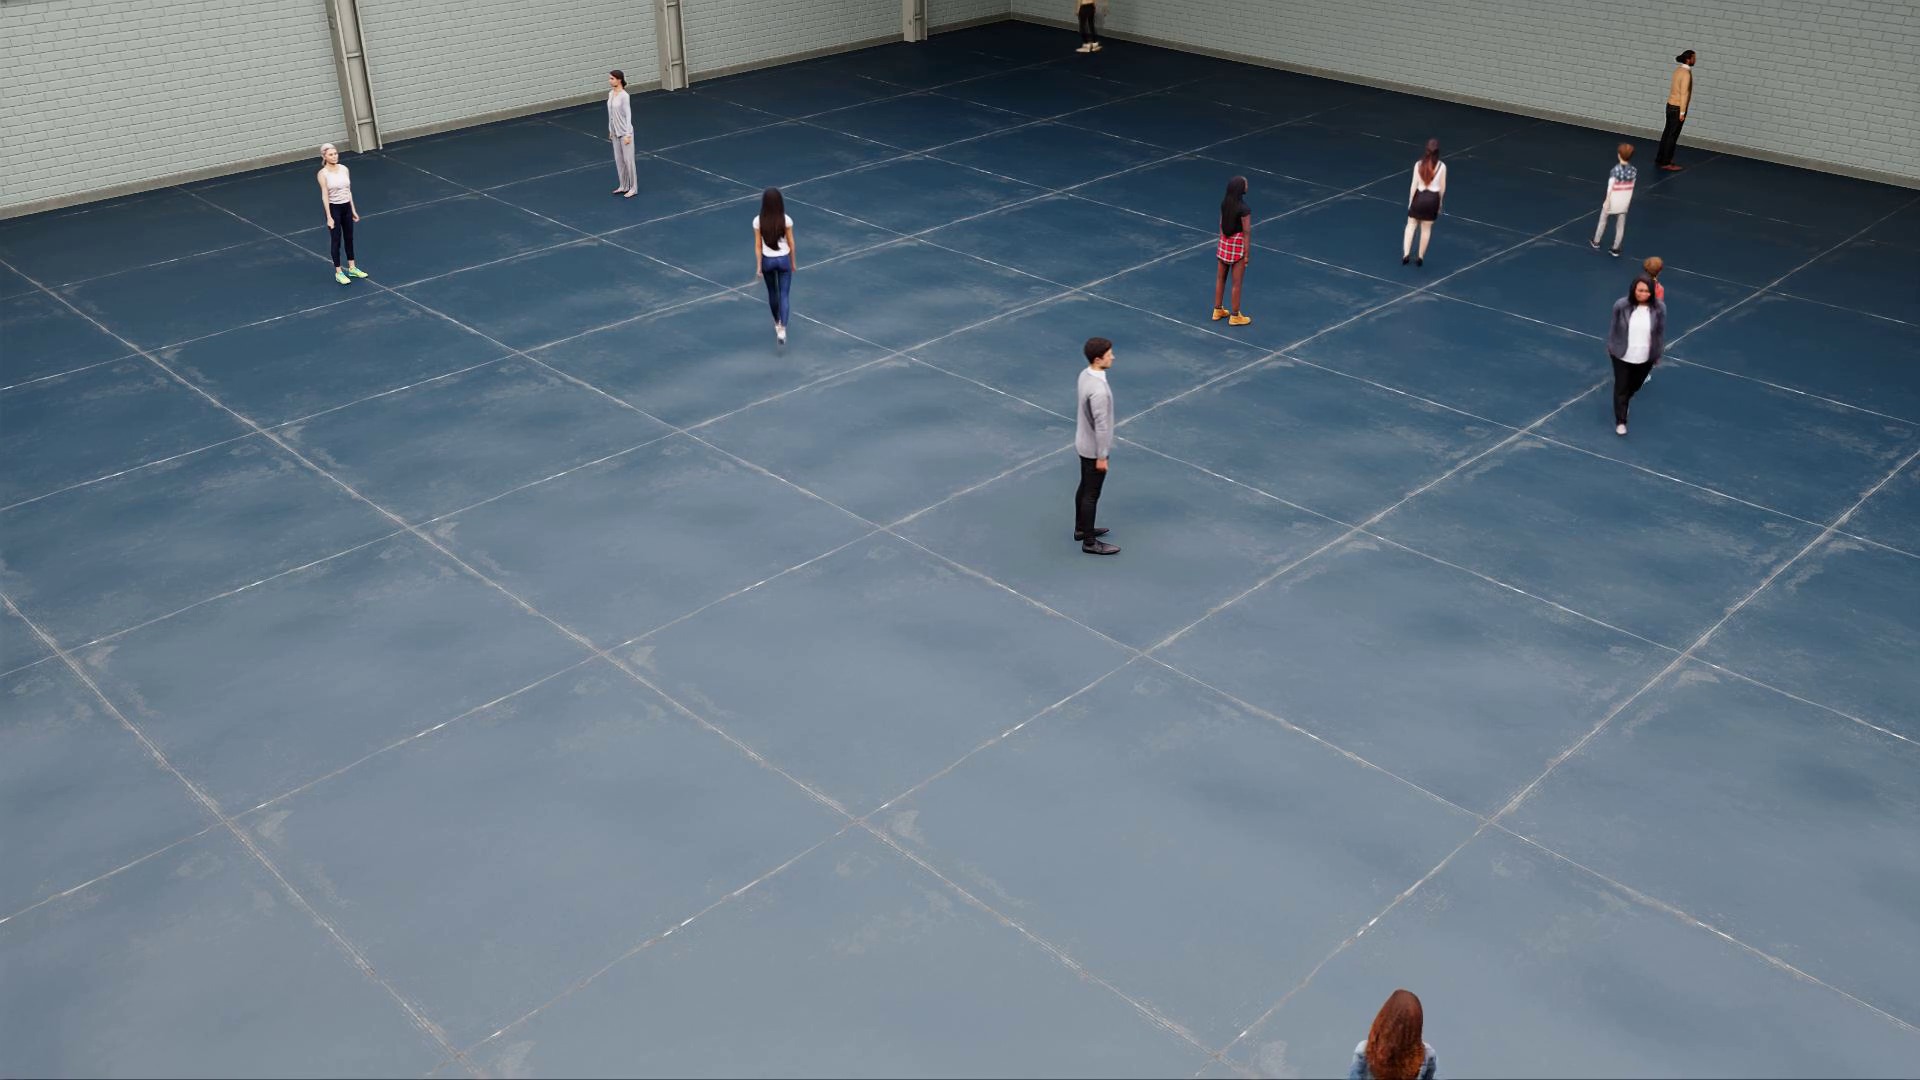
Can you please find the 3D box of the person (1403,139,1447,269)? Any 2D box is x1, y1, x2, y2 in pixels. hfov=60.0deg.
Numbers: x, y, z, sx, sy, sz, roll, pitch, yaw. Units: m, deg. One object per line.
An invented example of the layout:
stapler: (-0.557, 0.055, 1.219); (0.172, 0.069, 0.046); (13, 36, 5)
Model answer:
person: (5.835, -4.189, 20.816); (0.661, 1.645, 0.686); (6, 29, 12)

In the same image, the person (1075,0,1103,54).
person: (2.500, -10.345, 32.389); (0.481, 1.634, 0.839); (-17, 32, -29)

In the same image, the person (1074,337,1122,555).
person: (1.137, -0.824, 14.204); (0.864, 1.923, 0.834); (-3, 28, -6)

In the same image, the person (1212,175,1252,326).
person: (3.144, -3.341, 19.137); (0.627, 1.728, 0.640); (-20, 34, -32)

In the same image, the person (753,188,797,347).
person: (-2.039, -3.013, 18.502); (1.083, 1.745, 1.113); (-1, 28, -2)

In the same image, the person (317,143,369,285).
person: (-7.646, -4.038, 20.474); (0.720, 1.702, 0.555); (15, 31, 26)

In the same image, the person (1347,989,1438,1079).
person: (2.015, 2.791, 7.901); (0.691, 1.466, 0.748); (1, 28, 1)

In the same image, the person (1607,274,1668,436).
person: (6.702, -1.886, 16.566); (1.048, 1.576, 1.179); (4, 28, 7)

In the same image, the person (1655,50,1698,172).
person: (10.775, -6.472, 24.990); (0.810, 1.754, 0.734); (2, 28, 4)

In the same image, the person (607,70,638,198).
person: (-4.821, -5.811, 23.727); (0.601, 1.774, 0.532); (23, 36, 36)

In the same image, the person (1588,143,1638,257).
person: (8.487, -4.349, 21.362); (0.838, 1.416, 0.879); (-1, 28, -2)
